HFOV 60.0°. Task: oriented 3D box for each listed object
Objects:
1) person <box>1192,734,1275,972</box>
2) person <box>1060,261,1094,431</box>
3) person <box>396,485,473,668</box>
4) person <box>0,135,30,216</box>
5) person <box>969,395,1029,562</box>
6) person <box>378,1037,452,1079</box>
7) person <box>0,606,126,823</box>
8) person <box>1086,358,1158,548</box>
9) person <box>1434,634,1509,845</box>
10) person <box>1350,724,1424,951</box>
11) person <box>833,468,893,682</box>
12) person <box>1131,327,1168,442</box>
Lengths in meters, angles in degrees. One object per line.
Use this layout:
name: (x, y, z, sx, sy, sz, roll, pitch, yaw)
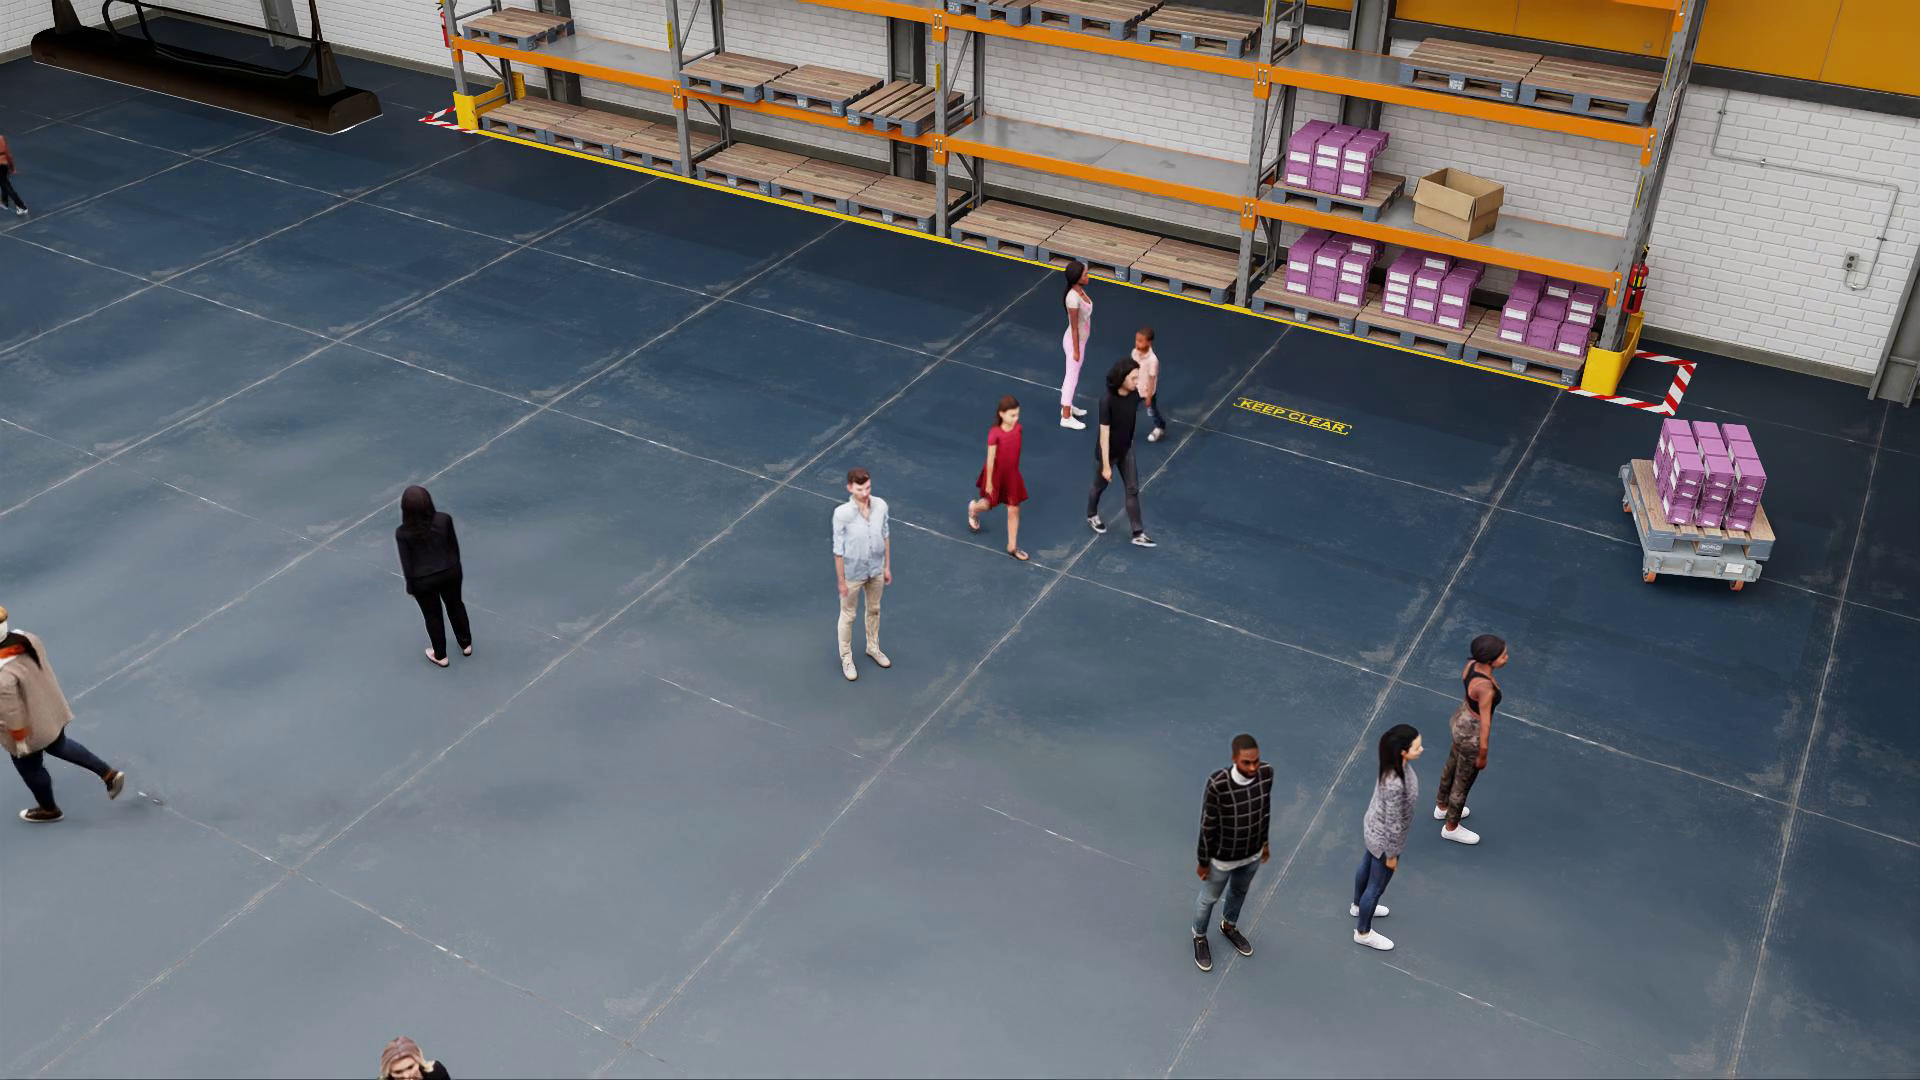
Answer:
person: (1.729, 1.934, 10.543, 0.743, 1.819, 0.763, -13, 36, -19)
person: (1.138, -1.950, 16.457, 0.641, 1.742, 0.654, 3, 34, 5)
person: (-4.173, 0.280, 13.215, 0.720, 1.617, 0.725, -26, 42, -34)
person: (-12.136, -4.706, 21.065, 0.895, 1.231, 0.547, 16, 37, 23)
person: (0.328, -0.605, 14.630, 0.812, 1.524, 1.094, -22, 39, -29)
person: (-2.811, 3.208, 8.747, 0.684, 1.685, 0.679, -21, 39, -28)
person: (-6.403, 1.203, 11.592, 1.123, 1.875, 0.980, 0, 34, -1)
person: (1.313, -0.830, 14.719, 0.964, 1.800, 1.169, -21, 39, -29)
person: (3.538, 1.350, 11.529, 0.676, 1.701, 0.658, 1, 34, 1)
person: (2.736, 1.873, 10.714, 0.654, 1.733, 0.677, 4, 34, 6)
person: (-0.771, 0.227, 13.086, 0.733, 1.847, 0.735, -17, 37, -24)
person: (1.840, -1.486, 16.170, 0.781, 1.287, 0.928, -24, 40, -31)
